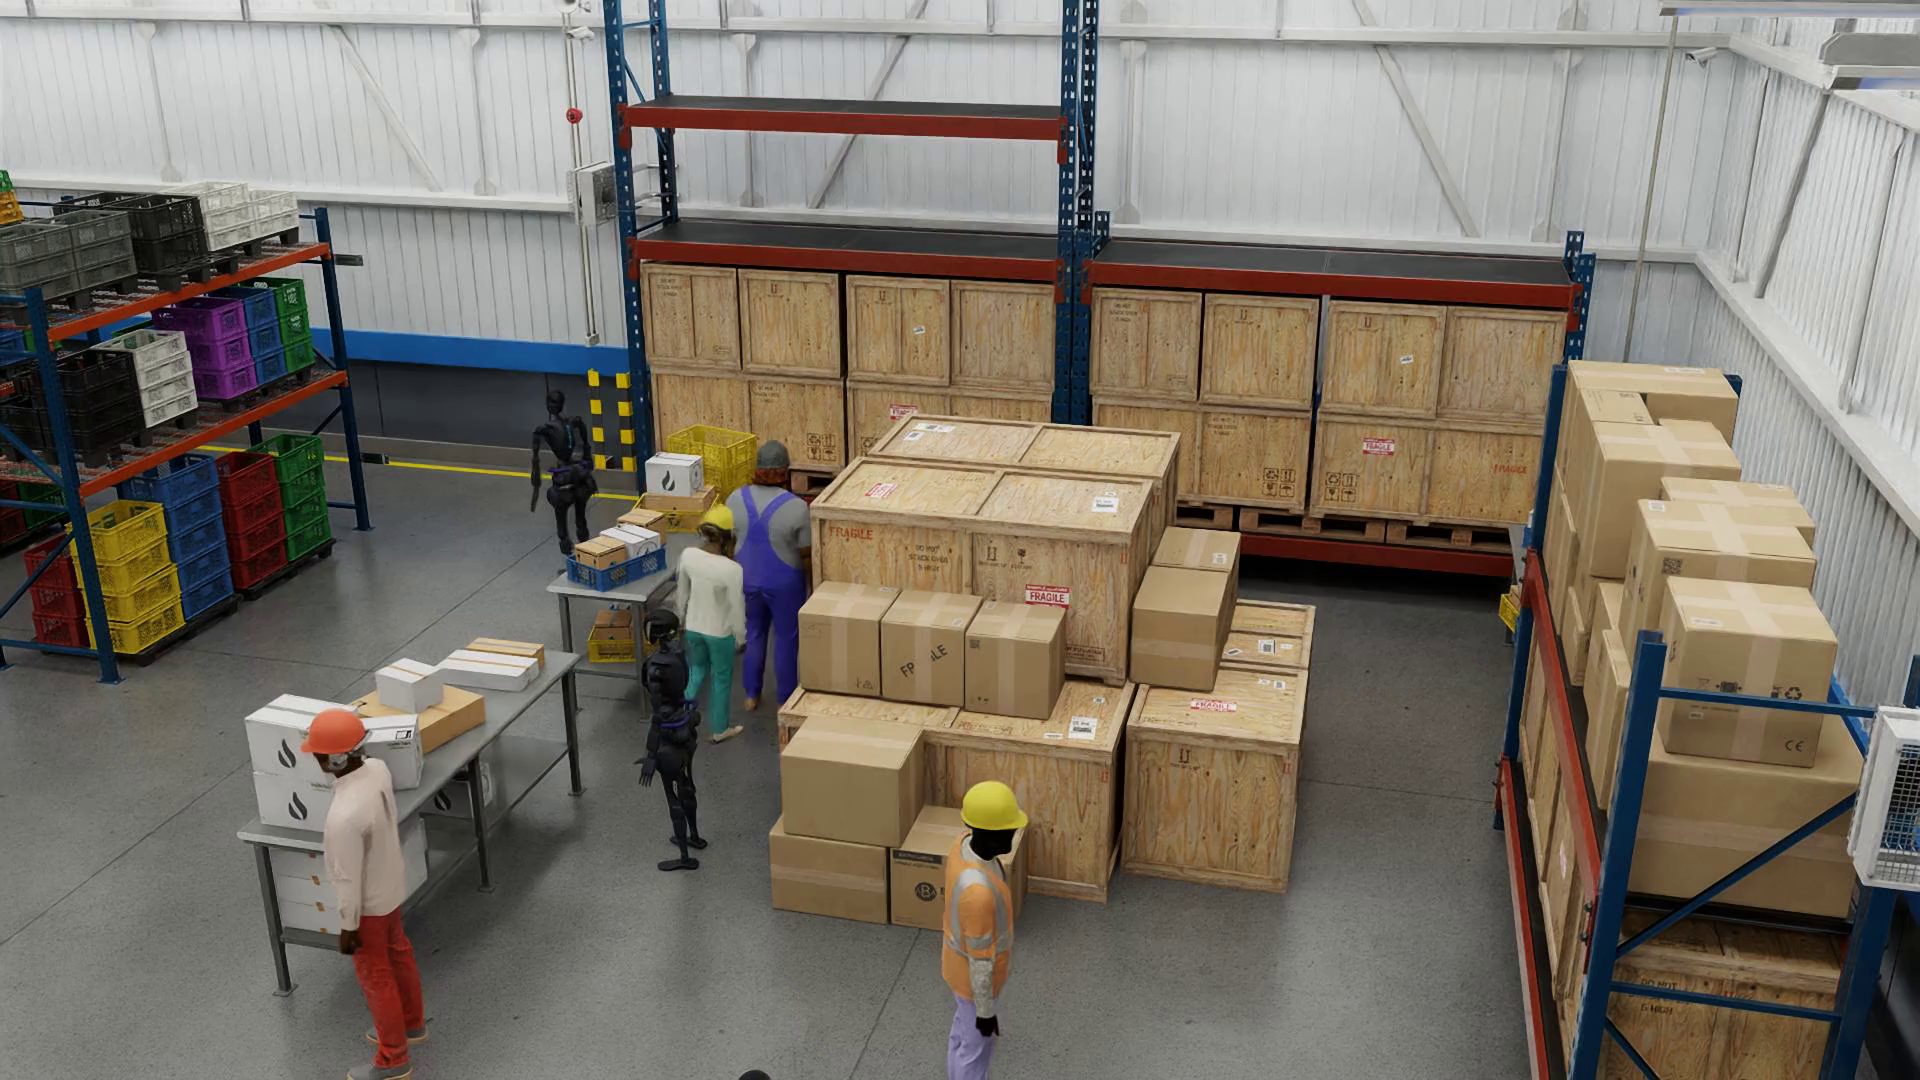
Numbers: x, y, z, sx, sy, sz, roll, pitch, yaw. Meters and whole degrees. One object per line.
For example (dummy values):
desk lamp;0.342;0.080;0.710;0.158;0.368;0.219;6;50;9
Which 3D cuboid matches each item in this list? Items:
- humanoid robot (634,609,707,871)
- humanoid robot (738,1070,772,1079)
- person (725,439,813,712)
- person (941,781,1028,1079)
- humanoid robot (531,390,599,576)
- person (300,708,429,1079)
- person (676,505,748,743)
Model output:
humanoid robot;-1.741;1.183;9.957;0.324;1.658;0.601;3;21;7
humanoid robot;-0.723;2.650;6.119;0.603;1.657;0.316;-3;21;-7
person;-1.307;0.253;11.905;0.710;2.000;0.540;8;22;19
person;0.108;1.959;7.599;0.385;1.926;0.588;-1;21;-3
humanoid robot;-3.405;-0.483;14.345;0.348;1.645;0.669;18;28;40
person;-2.905;1.725;8.127;0.395;1.987;0.617;-1;21;-2
person;-1.716;0.615;11.364;0.573;1.743;0.506;12;24;29
